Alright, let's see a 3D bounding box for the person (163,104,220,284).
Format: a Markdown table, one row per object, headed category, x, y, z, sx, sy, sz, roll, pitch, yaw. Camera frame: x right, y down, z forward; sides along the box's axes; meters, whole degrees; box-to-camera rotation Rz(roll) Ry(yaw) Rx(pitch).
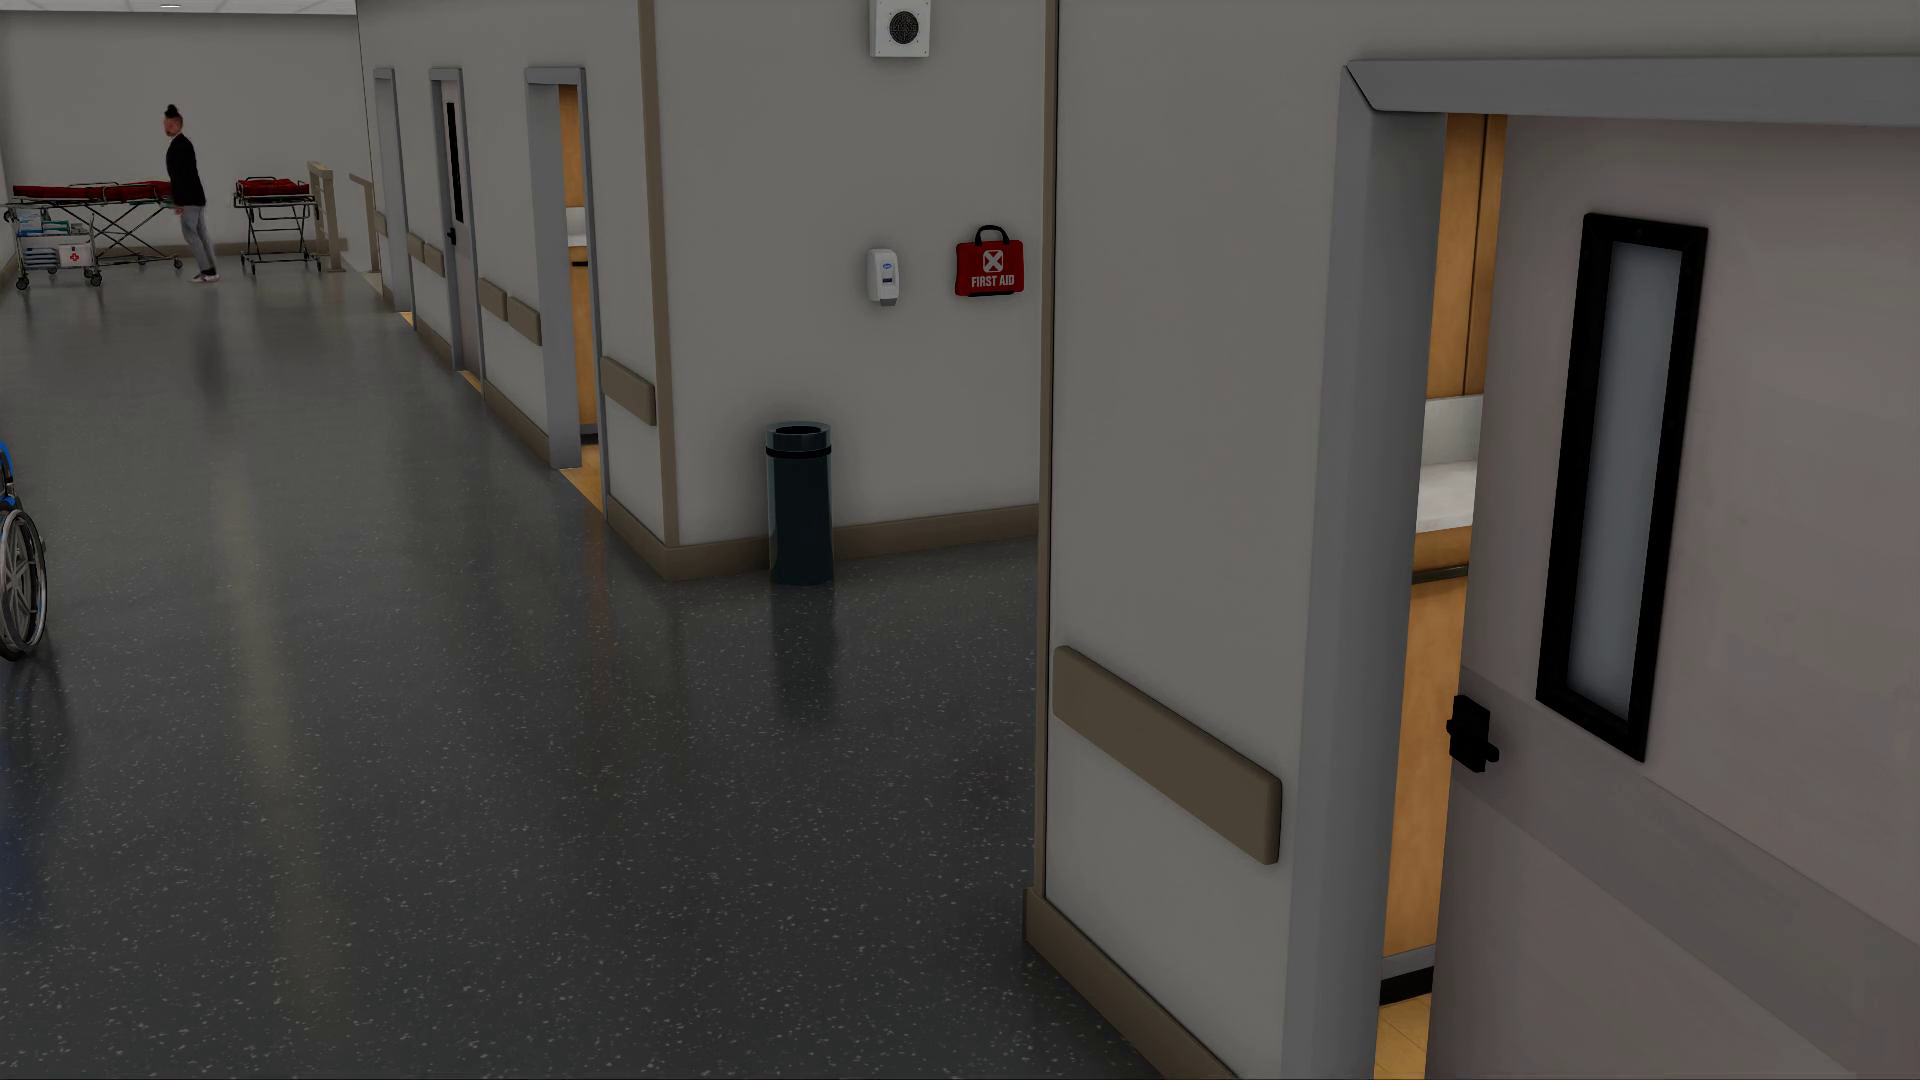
| category | x | y | z | sx | sy | sz | roll | pitch | yaw |
| --- | --- | --- | --- | --- | --- | --- | --- | --- | --- |
| person | -8.478 | -3.824 | 18.409 | 0.974 | 1.938 | 0.605 | -1 | 16 | -5 |
